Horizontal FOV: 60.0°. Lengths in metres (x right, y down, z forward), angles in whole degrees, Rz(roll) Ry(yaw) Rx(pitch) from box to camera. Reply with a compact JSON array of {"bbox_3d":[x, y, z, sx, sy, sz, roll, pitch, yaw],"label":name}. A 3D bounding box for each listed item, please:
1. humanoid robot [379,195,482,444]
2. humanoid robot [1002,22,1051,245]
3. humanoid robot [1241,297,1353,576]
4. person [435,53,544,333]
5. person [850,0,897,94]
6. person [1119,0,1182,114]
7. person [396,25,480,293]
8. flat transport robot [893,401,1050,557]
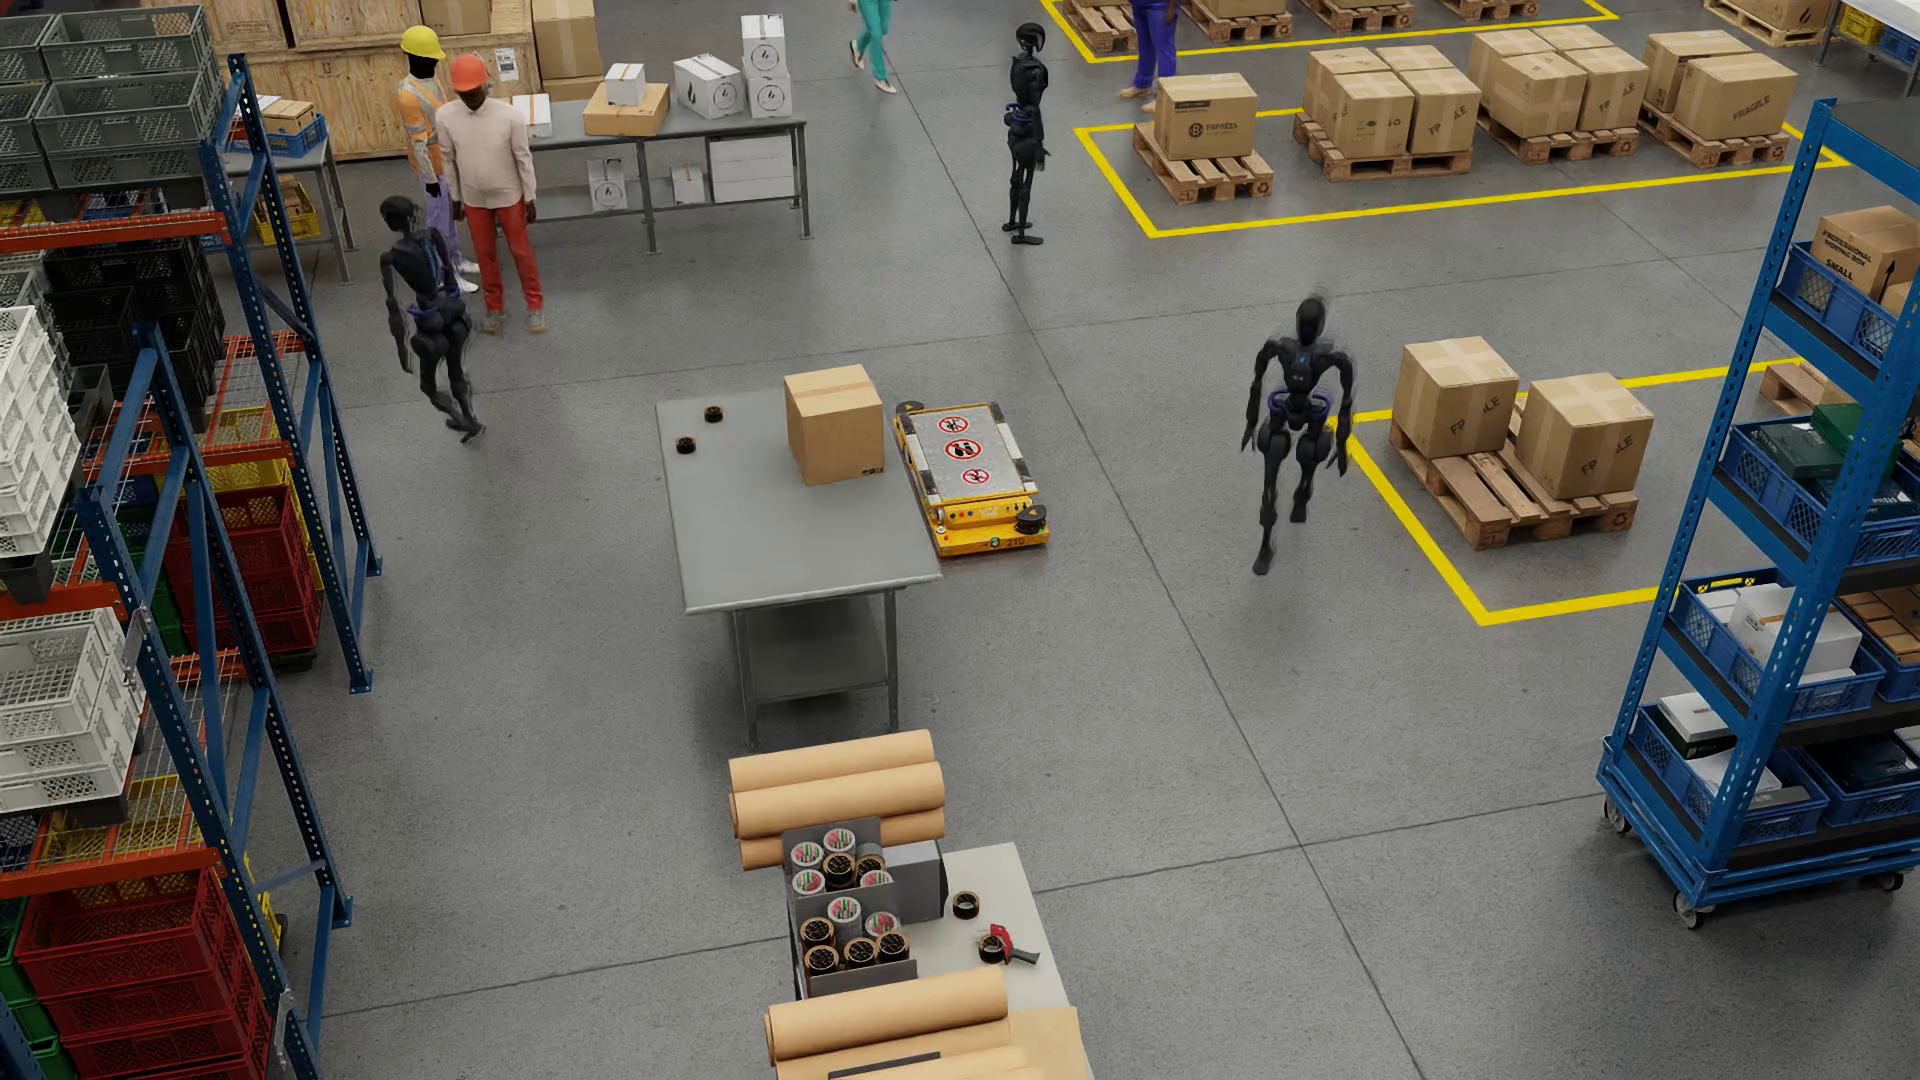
[{"bbox_3d":[-3.213,-1.337,10.169,0.465,1.633,0.645,18,40,23],"label":"humanoid robot"},{"bbox_3d":[0.513,-3.056,12.468,0.331,1.657,0.599,-7,37,-10],"label":"humanoid robot"},{"bbox_3d":[1.887,-0.642,9.274,0.603,1.651,0.713,11,38,14],"label":"humanoid robot"},{"bbox_3d":[-3.166,-2.328,11.241,0.610,1.991,0.397,1,37,2],"label":"person"},{"bbox_3d":[-0.808,-4.974,15.004,0.528,1.741,0.730,-27,45,-32],"label":"person"},{"bbox_3d":[1.669,-4.751,14.456,0.536,2.000,0.687,-15,39,-19],"label":"person"},{"bbox_3d":[-3.701,-2.696,11.795,0.372,1.918,0.583,-1,37,-1],"label":"person"},{"bbox_3d":[0.046,-0.430,10.108,0.652,0.197,1.431,-8,37,-10],"label":"flat transport robot"}]
